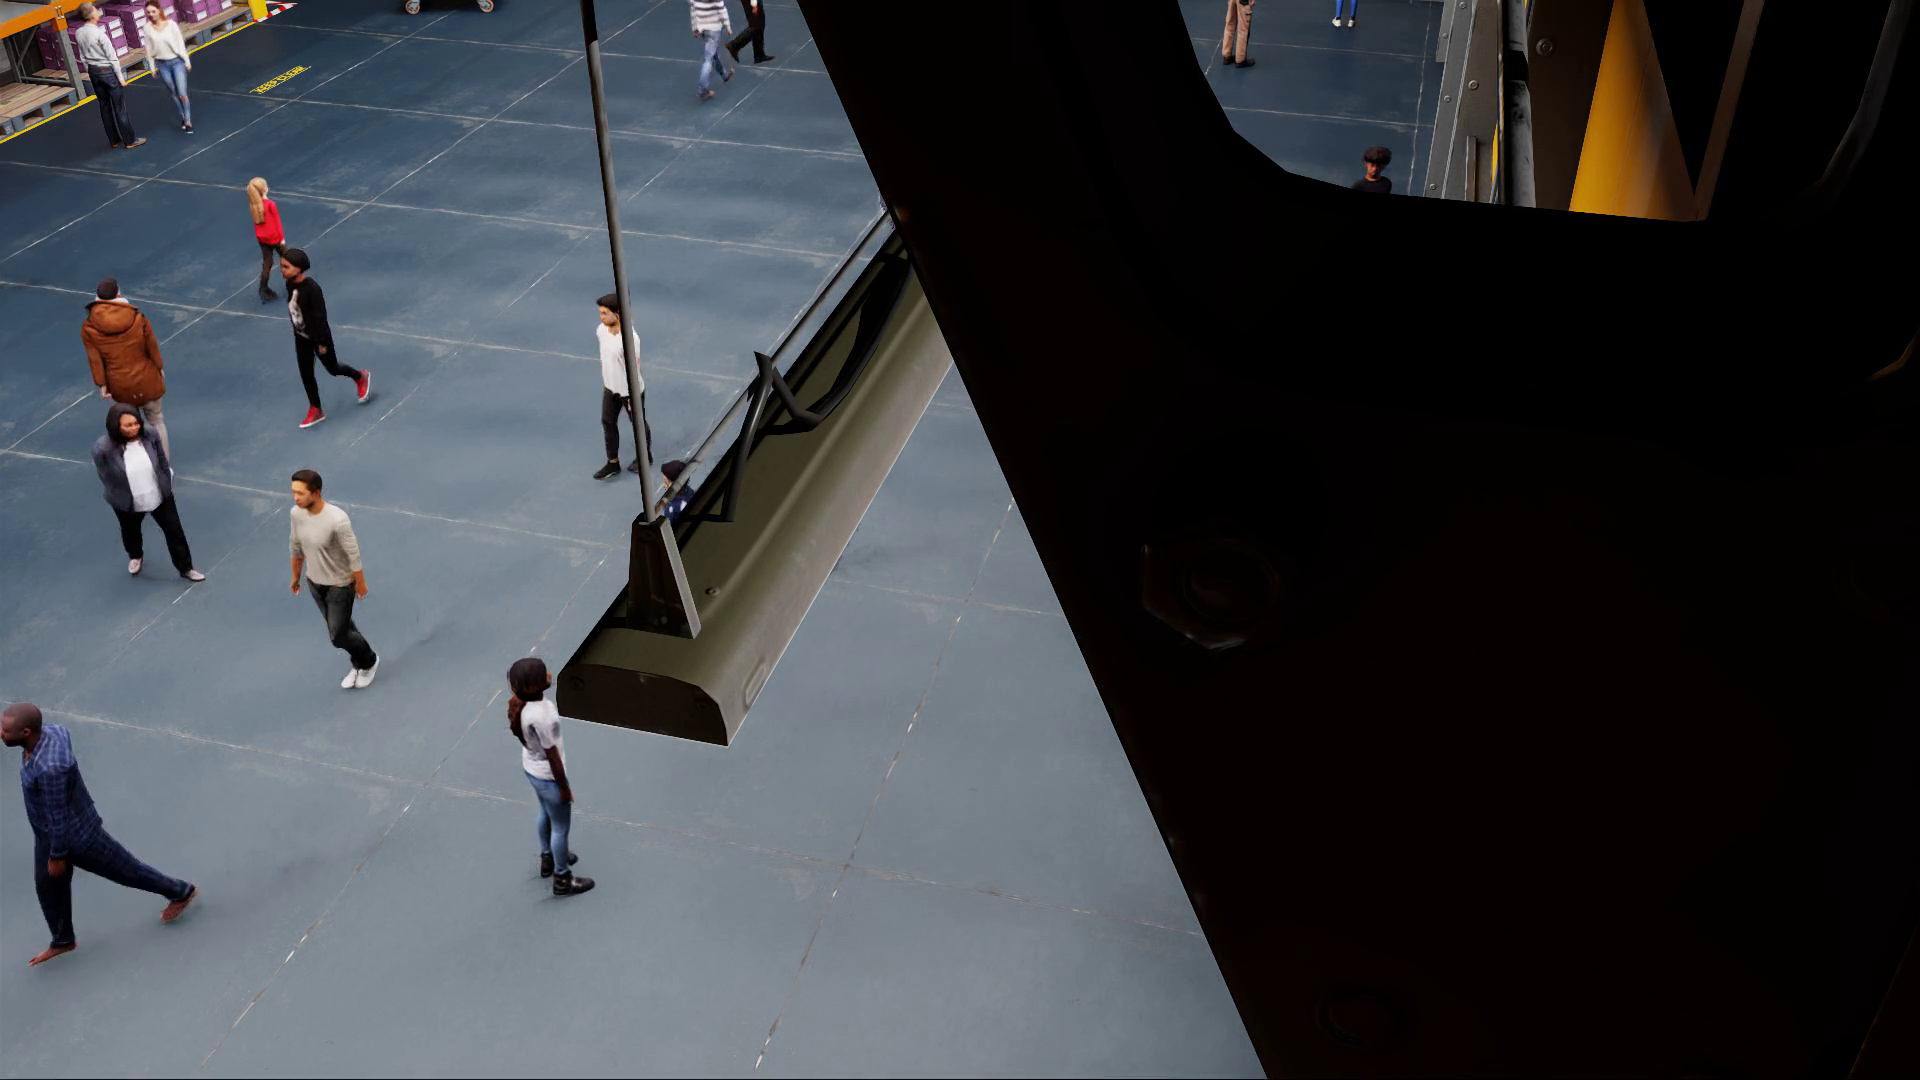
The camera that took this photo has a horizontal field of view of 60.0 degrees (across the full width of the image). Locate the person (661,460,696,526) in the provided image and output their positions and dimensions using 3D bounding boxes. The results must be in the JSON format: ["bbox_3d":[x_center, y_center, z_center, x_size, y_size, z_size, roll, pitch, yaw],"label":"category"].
[{"bbox_3d":[-2.094,-0.064,12.754,0.787,1.209,0.737,-15,36,-21],"label":"person"}]

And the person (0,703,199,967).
[{"bbox_3d":[-5.035,1.669,9.641,1.280,1.770,1.120,-23,40,-31],"label":"person"}]

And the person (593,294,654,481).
[{"bbox_3d":[-2.824,-1.359,14.253,0.826,1.706,0.935,22,40,30],"label":"person"}]

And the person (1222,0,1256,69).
[{"bbox_3d":[3.978,-7.708,23.608,0.809,1.925,0.792,-26,41,-33],"label":"person"}]

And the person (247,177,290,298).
[{"bbox_3d":[-7.216,-3.129,17.311,0.509,1.269,0.795,11,35,16],"label":"person"}]

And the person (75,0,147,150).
[{"bbox_3d":[-10.751,-5.847,20.903,0.646,1.820,0.542,9,35,13],"label":"person"}]

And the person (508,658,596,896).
[{"bbox_3d":[-2.501,1.409,10.077,0.711,1.719,0.656,-19,38,-26],"label":"person"}]

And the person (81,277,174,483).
[{"bbox_3d":[-6.985,-1.294,14.091,1.120,1.778,1.253,-13,36,-18],"label":"person"}]

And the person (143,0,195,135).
[{"bbox_3d":[-10.180,-6.123,21.453,0.878,1.670,0.982,-9,35,-13],"label":"person"}]

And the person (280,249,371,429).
[{"bbox_3d":[-5.789,-1.867,15.067,0.720,1.651,1.091,15,36,21],"label":"person"}]

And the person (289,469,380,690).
[{"bbox_3d":[-4.377,0.236,11.771,0.718,1.798,0.686,16,37,23],"label":"person"}]

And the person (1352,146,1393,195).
[{"bbox_3d":[4.099,-3.131,16.840,0.695,1.793,0.701,-8,34,-12],"label":"person"}]

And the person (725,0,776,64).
[{"bbox_3d":[-3.051,-7.688,23.599,1.110,1.902,1.078,-15,36,-21],"label":"person"}]

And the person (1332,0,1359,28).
[{"bbox_3d":[5.930,-8.709,25.256,0.666,1.766,0.573,5,34,7],"label":"person"}]

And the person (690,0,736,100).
[{"bbox_3d":[-3.447,-6.864,22.449,0.926,1.803,1.254,21,39,28],"label":"person"}]

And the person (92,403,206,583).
[{"bbox_3d":[-6.395,-0.368,12.905,1.025,1.548,1.027,-23,40,-31],"label":"person"}]
